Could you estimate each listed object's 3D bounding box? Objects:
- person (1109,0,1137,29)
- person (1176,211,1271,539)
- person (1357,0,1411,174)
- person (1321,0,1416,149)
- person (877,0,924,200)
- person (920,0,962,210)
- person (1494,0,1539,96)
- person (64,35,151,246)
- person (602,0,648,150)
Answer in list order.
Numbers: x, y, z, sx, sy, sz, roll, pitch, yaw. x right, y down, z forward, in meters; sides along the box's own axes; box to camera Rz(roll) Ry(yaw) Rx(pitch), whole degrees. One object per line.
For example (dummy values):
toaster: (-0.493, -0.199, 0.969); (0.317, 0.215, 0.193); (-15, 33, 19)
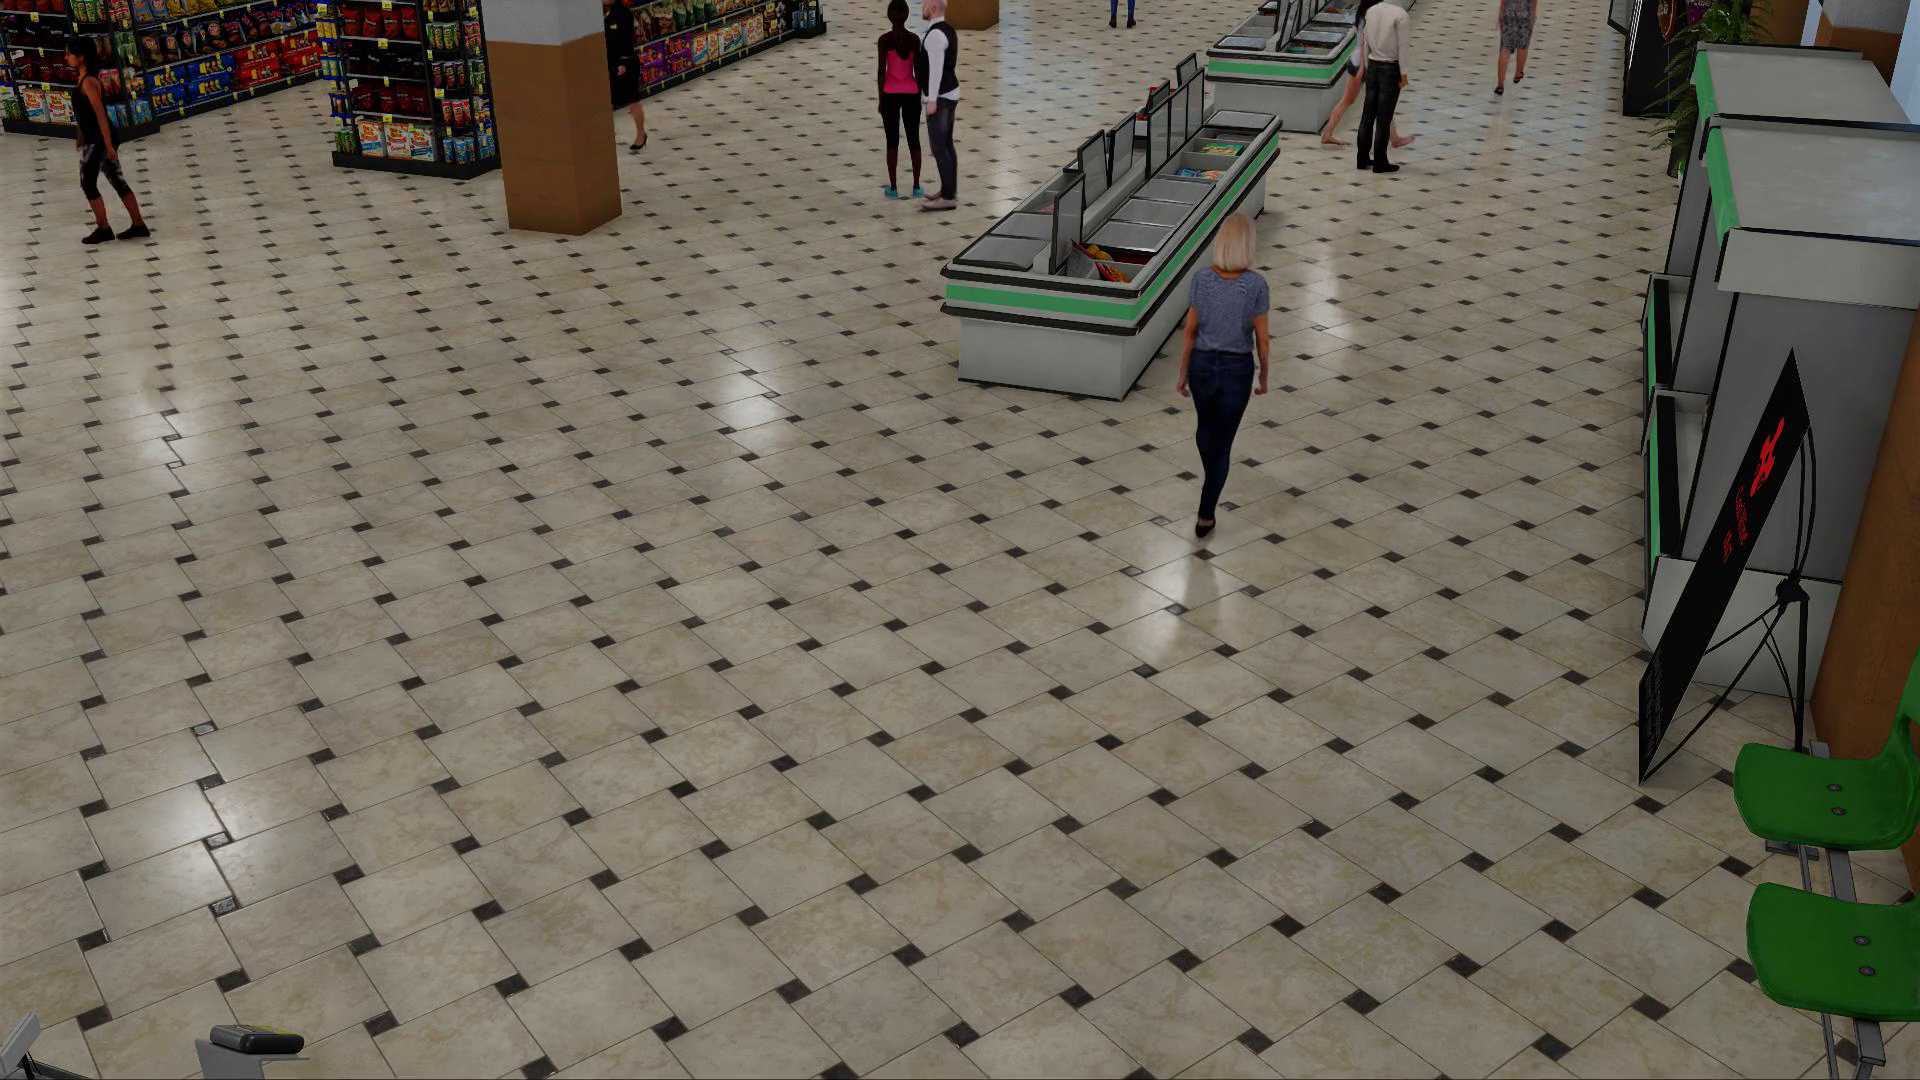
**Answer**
person: (2.197, -7.750, 22.326); (0.654, 1.685, 0.607); (2, 27, 4)
person: (1.340, -0.817, 8.652); (0.627, 1.687, 1.039); (11, 29, 20)
person: (3.942, -4.354, 15.488); (0.760, 1.811, 0.744); (-18, 32, -31)
person: (3.864, -4.621, 16.192); (0.834, 1.651, 1.107); (4, 27, 7)
person: (-0.524, -3.879, 14.650); (0.648, 1.722, 0.674); (-3, 27, -7)
person: (-0.161, -3.782, 14.357); (0.797, 1.815, 0.599); (3, 27, 7)
person: (6.155, -5.753, 18.427); (0.593, 1.649, 1.143); (11, 29, 20)
person: (-6.875, -3.240, 13.472); (0.869, 1.649, 0.809); (-11, 29, -21)
person: (-3.246, -4.586, 16.134); (0.825, 1.641, 1.070); (16, 31, 28)
